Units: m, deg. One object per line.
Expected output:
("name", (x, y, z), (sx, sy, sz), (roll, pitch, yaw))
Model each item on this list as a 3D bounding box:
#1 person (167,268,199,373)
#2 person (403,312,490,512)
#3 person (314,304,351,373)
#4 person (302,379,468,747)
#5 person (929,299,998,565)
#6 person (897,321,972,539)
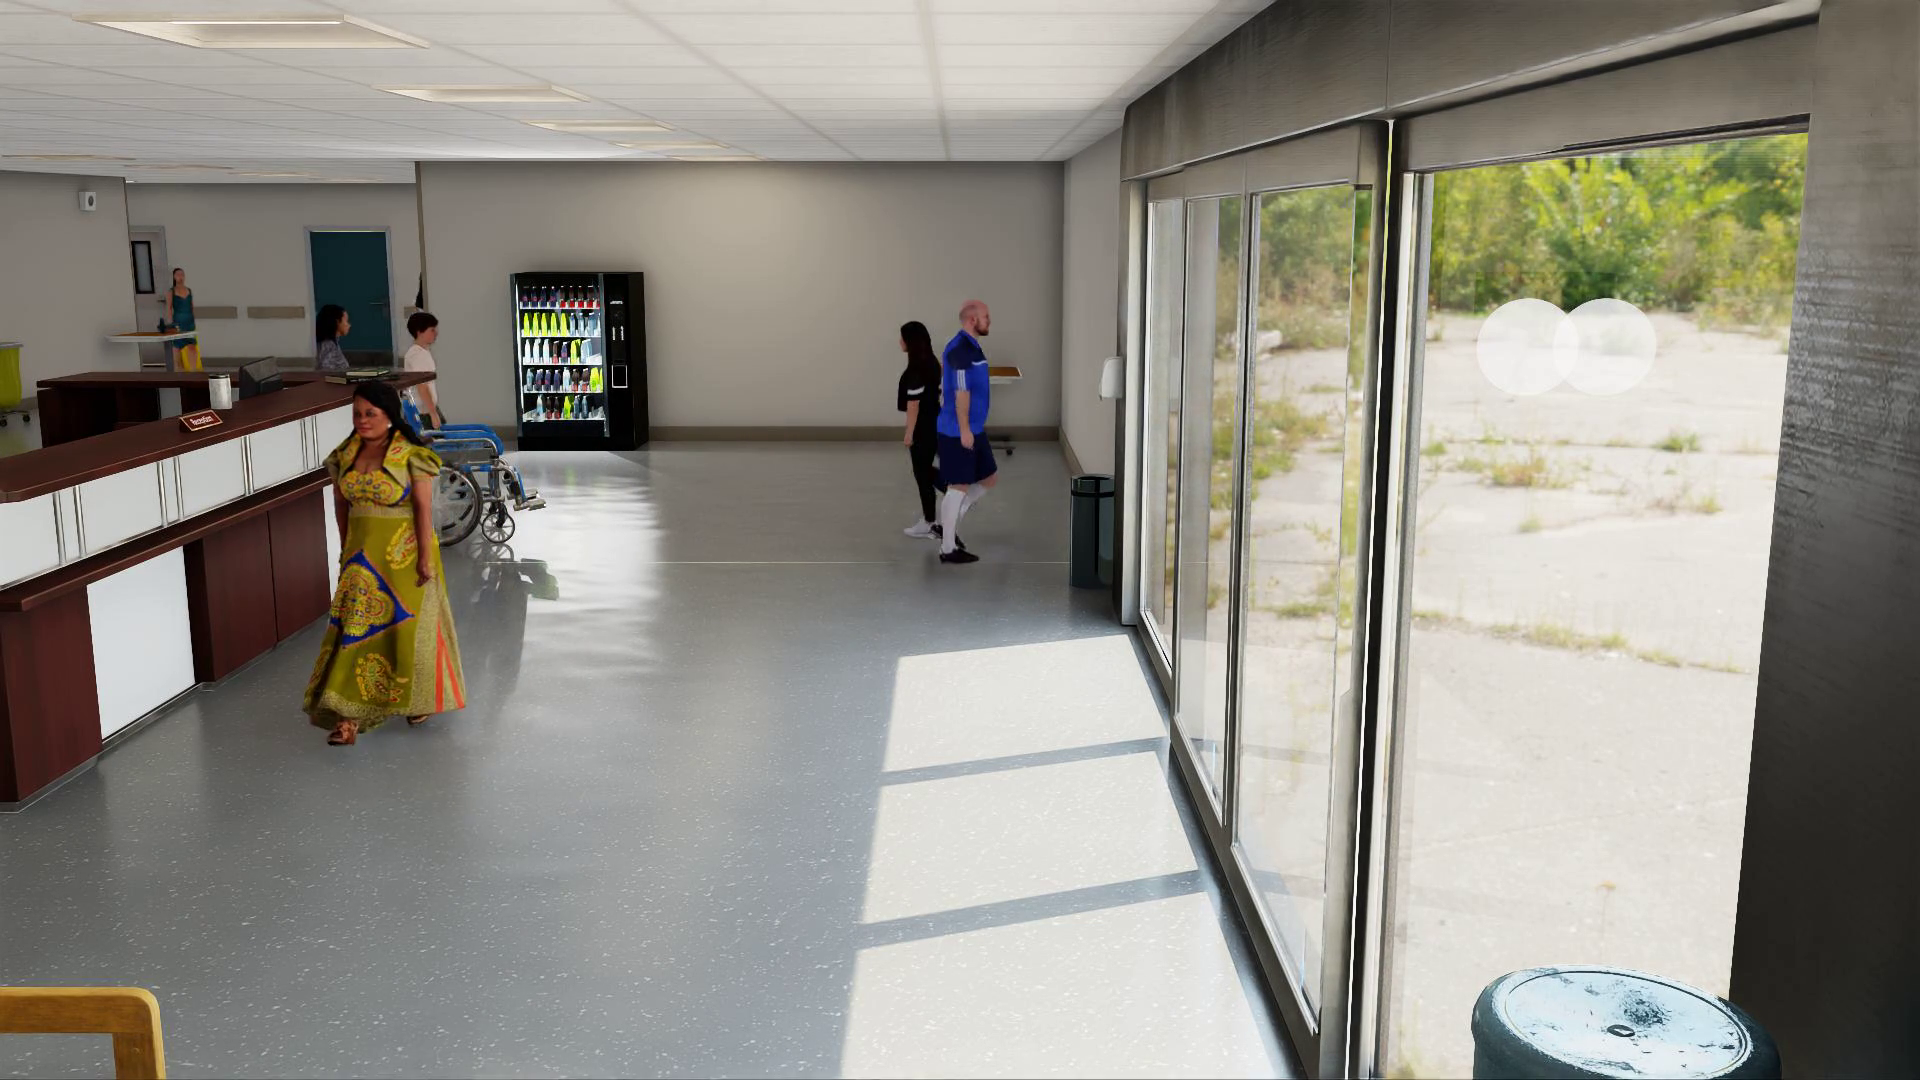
("person", (-11.703, -3.217, 24.988), (0.999, 1.655, 1.059), (-10, 15, -43))
("person", (-4.357, -0.960, 13.215), (1.075, 1.609, 0.591), (-1, 11, -3))
("person", (-4.989, -0.961, 12.953), (0.826, 1.709, 0.775), (-4, 12, -21))
("person", (-2.591, 0.088, 7.649), (1.141, 1.626, 0.772), (0, 11, -1))
("person", (-0.048, -0.748, 11.531), (0.800, 1.821, 0.791), (4, 11, 20))
("person", (-0.181, -0.813, 12.395), (0.848, 1.626, 0.724), (3, 11, 17))
